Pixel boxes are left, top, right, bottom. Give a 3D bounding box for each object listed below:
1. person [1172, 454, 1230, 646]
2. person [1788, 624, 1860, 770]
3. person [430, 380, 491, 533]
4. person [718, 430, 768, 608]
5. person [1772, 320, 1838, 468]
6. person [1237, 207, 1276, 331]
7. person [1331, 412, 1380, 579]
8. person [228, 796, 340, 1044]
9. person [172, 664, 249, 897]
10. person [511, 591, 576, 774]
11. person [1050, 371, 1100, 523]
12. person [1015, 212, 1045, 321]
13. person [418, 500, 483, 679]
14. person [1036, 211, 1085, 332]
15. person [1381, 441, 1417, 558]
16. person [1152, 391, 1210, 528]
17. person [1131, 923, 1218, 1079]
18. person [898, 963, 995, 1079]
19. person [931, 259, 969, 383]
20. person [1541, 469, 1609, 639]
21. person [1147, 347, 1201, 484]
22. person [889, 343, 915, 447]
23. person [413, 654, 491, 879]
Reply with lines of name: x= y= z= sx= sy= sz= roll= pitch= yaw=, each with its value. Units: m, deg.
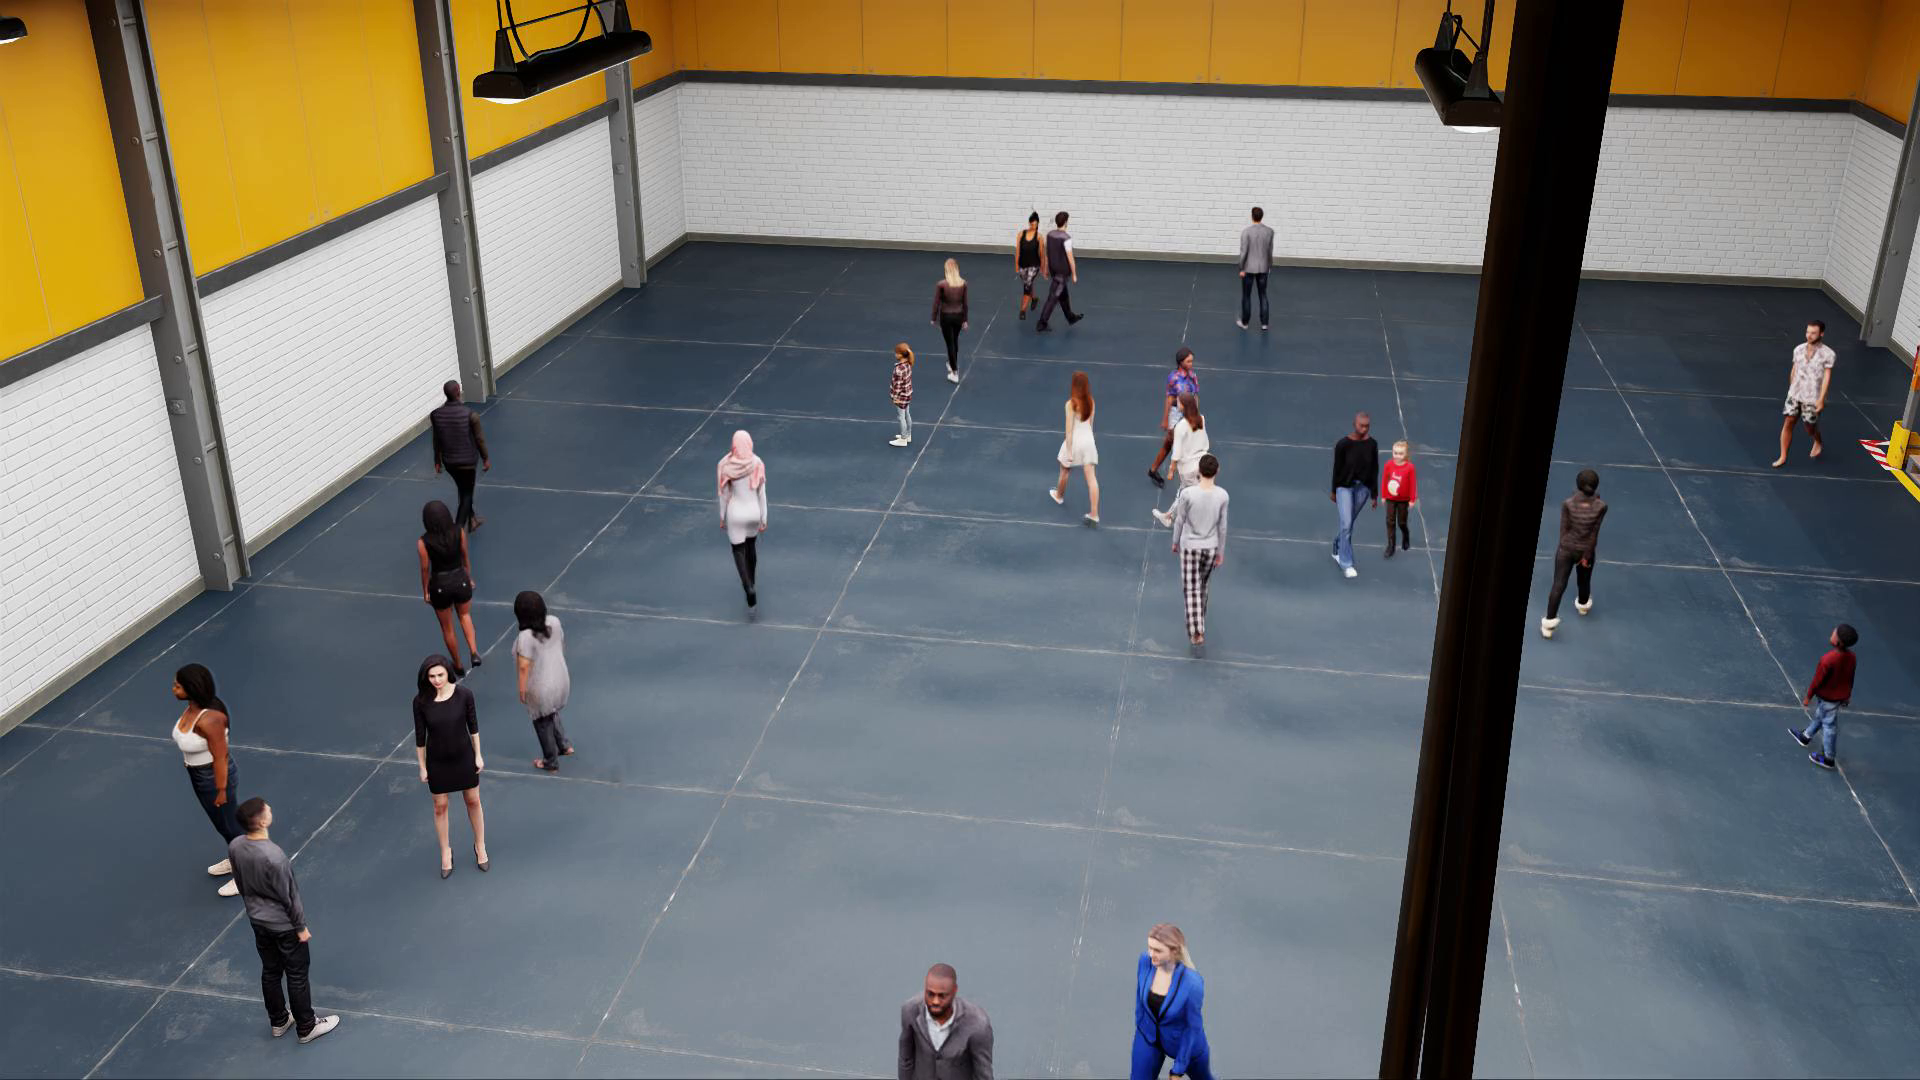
person: x=2.251 y=0.124 z=15.588 sx=0.834 sy=1.809 sz=1.216 roll=-2 pitch=24 yaw=-5
person: x=7.195 y=1.297 z=13.617 sx=0.753 sy=1.237 sz=0.850 roll=-11 pitch=26 yaw=-24
person: x=-5.332 y=-0.771 z=17.651 sx=0.726 sy=1.796 sz=1.166 roll=3 pitch=24 yaw=8
person: x=-2.115 y=-0.180 z=16.318 sx=0.929 sy=1.780 sz=1.148 roll=-7 pitch=24 yaw=-15
person: x=10.191 y=-1.756 z=19.911 sx=1.121 sy=1.790 sz=1.036 roll=-18 pitch=29 yaw=-35
person: x=4.490 y=-4.111 z=25.194 sx=0.781 sy=1.874 sz=0.758 roll=-4 pitch=24 yaw=-9
person: x=4.033 y=-0.531 z=17.202 sx=0.800 sy=1.716 sz=1.070 roll=-4 pitch=24 yaw=-8
person: x=-4.305 y=2.387 z=10.470 sx=0.665 sy=1.760 sz=0.617 roll=10 pitch=25 yaw=21
person: x=-5.359 y=1.700 z=11.983 sx=0.809 sy=1.809 sz=0.747 roll=-15 pitch=28 yaw=-31
person: x=-3.321 y=1.159 z=13.479 sx=0.787 sy=1.602 sz=0.679 roll=12 pitch=26 yaw=25
person: x=1.374 y=-0.994 z=18.333 sx=1.027 sy=1.657 sz=1.227 roll=-11 pitch=26 yaw=-23
person: x=1.092 y=-4.301 z=25.933 sx=0.696 sy=1.631 sz=1.117 roll=9 pitch=25 yaw=20
person: x=-4.529 y=0.473 z=14.887 sx=0.772 sy=1.731 sz=0.835 roll=-19 pitch=30 yaw=-36
person: x=1.429 y=-3.988 z=25.002 sx=1.256 sy=1.802 sz=1.179 roll=-16 pitch=28 yaw=-33
person: x=4.646 y=-0.457 z=17.585 sx=0.614 sy=1.273 sz=0.709 roll=10 pitch=26 yaw=22
person: x=2.550 y=-0.752 z=17.795 sx=1.007 sy=1.646 sz=1.070 roll=20 pitch=31 yaw=38
person: x=1.271 y=2.867 z=9.524 sx=0.943 sy=1.639 sz=1.164 roll=14 pitch=27 yaw=29
person: x=-0.039 y=3.009 z=9.016 sx=0.828 sy=1.787 sz=1.172 roll=7 pitch=25 yaw=15
person: x=-0.088 y=-2.995 z=22.886 sx=0.908 sy=1.677 sz=1.026 roll=-11 pitch=26 yaw=-23
person: x=5.890 y=0.083 z=15.911 sx=1.154 sy=1.625 sz=0.746 roll=4 pitch=24 yaw=10
person: x=2.453 y=-1.384 z=19.189 sx=1.164 sy=1.687 sz=1.159 roll=-18 pitch=29 yaw=-35
person: x=-0.706 y=-1.817 z=20.655 sx=0.624 sy=1.307 sz=0.515 roll=9 pitch=25 yaw=19
person: x=-3.704 y=1.638 z=12.131 sx=0.663 sy=1.804 sz=0.641 roll=-7 pitch=25 yaw=-16
